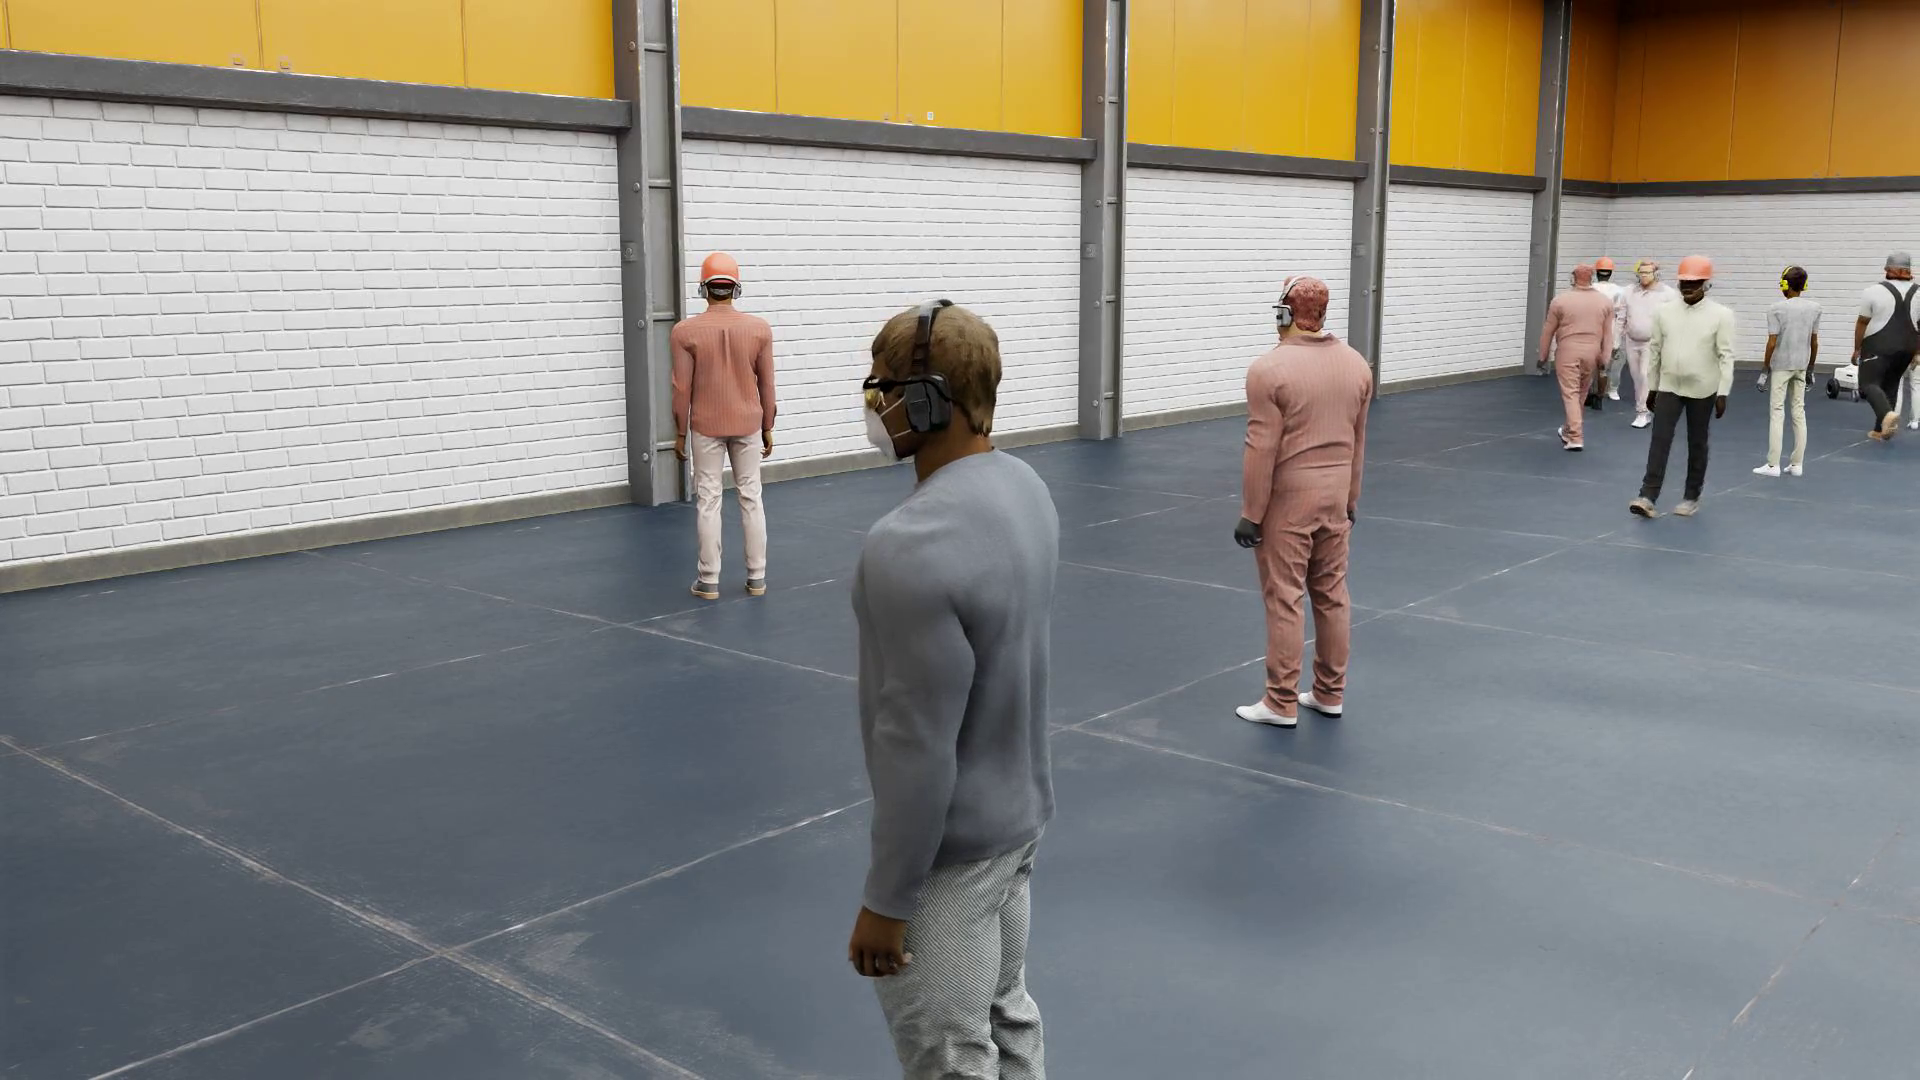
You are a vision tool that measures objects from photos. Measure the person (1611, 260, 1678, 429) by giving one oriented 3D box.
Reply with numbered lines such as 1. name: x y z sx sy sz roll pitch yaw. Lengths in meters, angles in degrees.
1. person: 7.656 -2.198 18.746 0.789 1.875 0.666 -9 14 -43

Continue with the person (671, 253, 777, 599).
1. person: -1.363 -0.652 9.628 0.608 1.995 0.377 -4 11 -20

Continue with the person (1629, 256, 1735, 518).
1. person: 5.358 -1.113 12.339 0.651 1.953 0.974 8 13 40

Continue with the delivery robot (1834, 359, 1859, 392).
1. delivery robot: 11.907 -2.161 22.048 0.477 0.478 0.707 1 10 4

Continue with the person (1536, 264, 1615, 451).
1. person: 6.216 -1.853 16.851 0.659 1.852 0.991 0 10 0

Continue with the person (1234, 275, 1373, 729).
1. person: 1.423 -0.157 7.059 0.642 1.909 0.399 -6 12 -30

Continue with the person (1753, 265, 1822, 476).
1. person: 7.355 -1.492 14.791 0.510 1.862 0.329 -1 10 -6

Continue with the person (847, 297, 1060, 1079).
1. person: -0.023 0.541 2.996 0.371 1.939 0.631 3 11 19

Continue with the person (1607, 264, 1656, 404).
1. person: 8.878 -2.731 21.848 0.594 1.869 1.030 -1 10 -8

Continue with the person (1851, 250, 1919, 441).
1. person: 9.675 -2.018 17.273 0.682 2.000 0.782 0 10 1

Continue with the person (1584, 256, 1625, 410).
1. person: 8.005 -2.584 20.824 0.571 1.919 0.424 2 10 13

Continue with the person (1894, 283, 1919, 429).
1. person: 10.626 -2.058 18.656 0.508 1.632 0.271 1 10 4
